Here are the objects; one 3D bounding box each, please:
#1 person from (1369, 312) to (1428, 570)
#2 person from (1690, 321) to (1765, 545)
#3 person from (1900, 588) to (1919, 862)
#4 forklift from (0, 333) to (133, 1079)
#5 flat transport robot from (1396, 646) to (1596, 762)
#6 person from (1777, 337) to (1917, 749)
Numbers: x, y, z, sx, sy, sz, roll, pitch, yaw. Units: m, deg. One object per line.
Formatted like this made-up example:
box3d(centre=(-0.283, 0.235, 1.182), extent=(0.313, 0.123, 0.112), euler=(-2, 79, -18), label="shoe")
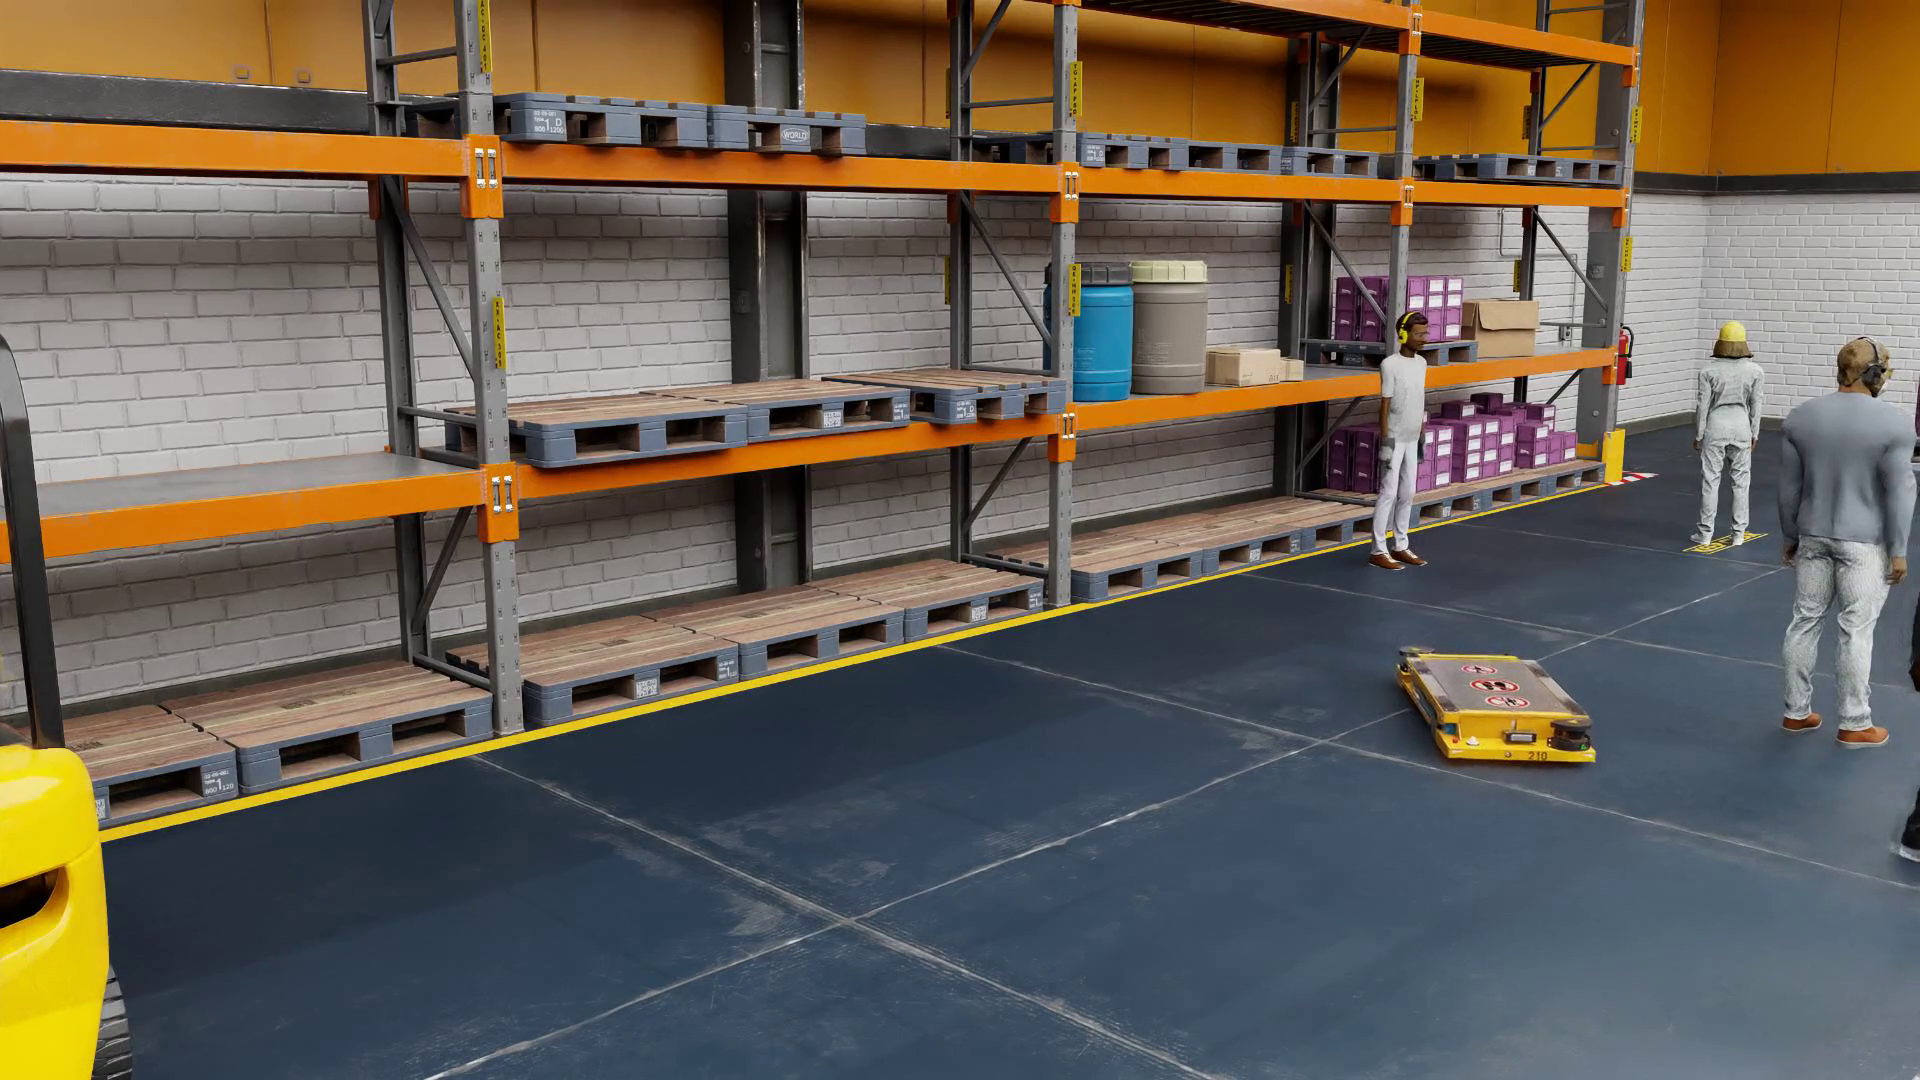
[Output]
box3d(centre=(3.210, -0.716, 12.053), extent=(0.514, 1.861, 0.320), euler=(-8, 13, -38), label="person")
box3d(centre=(5.965, -0.825, 12.952), extent=(0.487, 1.745, 0.290), euler=(2, 11, 9), label="person")
box3d(centre=(3.807, 0.402, 5.919), extent=(0.611, 1.870, 0.971), euler=(-4, 11, -19), label="person")
box3d(centre=(-3.289, 0.485, 4.582), extent=(1.214, 2.155, 2.313), euler=(-10, 14, -44), label="forklift")
box3d(centre=(2.599, 0.786, 8.186), extent=(0.652, 0.197, 1.431), euler=(1, 10, 5), label="flat transport robot")
box3d(centre=(4.168, 0.014, 7.858), extent=(0.371, 1.935, 0.627), euler=(-7, 12, -33), label="person")
